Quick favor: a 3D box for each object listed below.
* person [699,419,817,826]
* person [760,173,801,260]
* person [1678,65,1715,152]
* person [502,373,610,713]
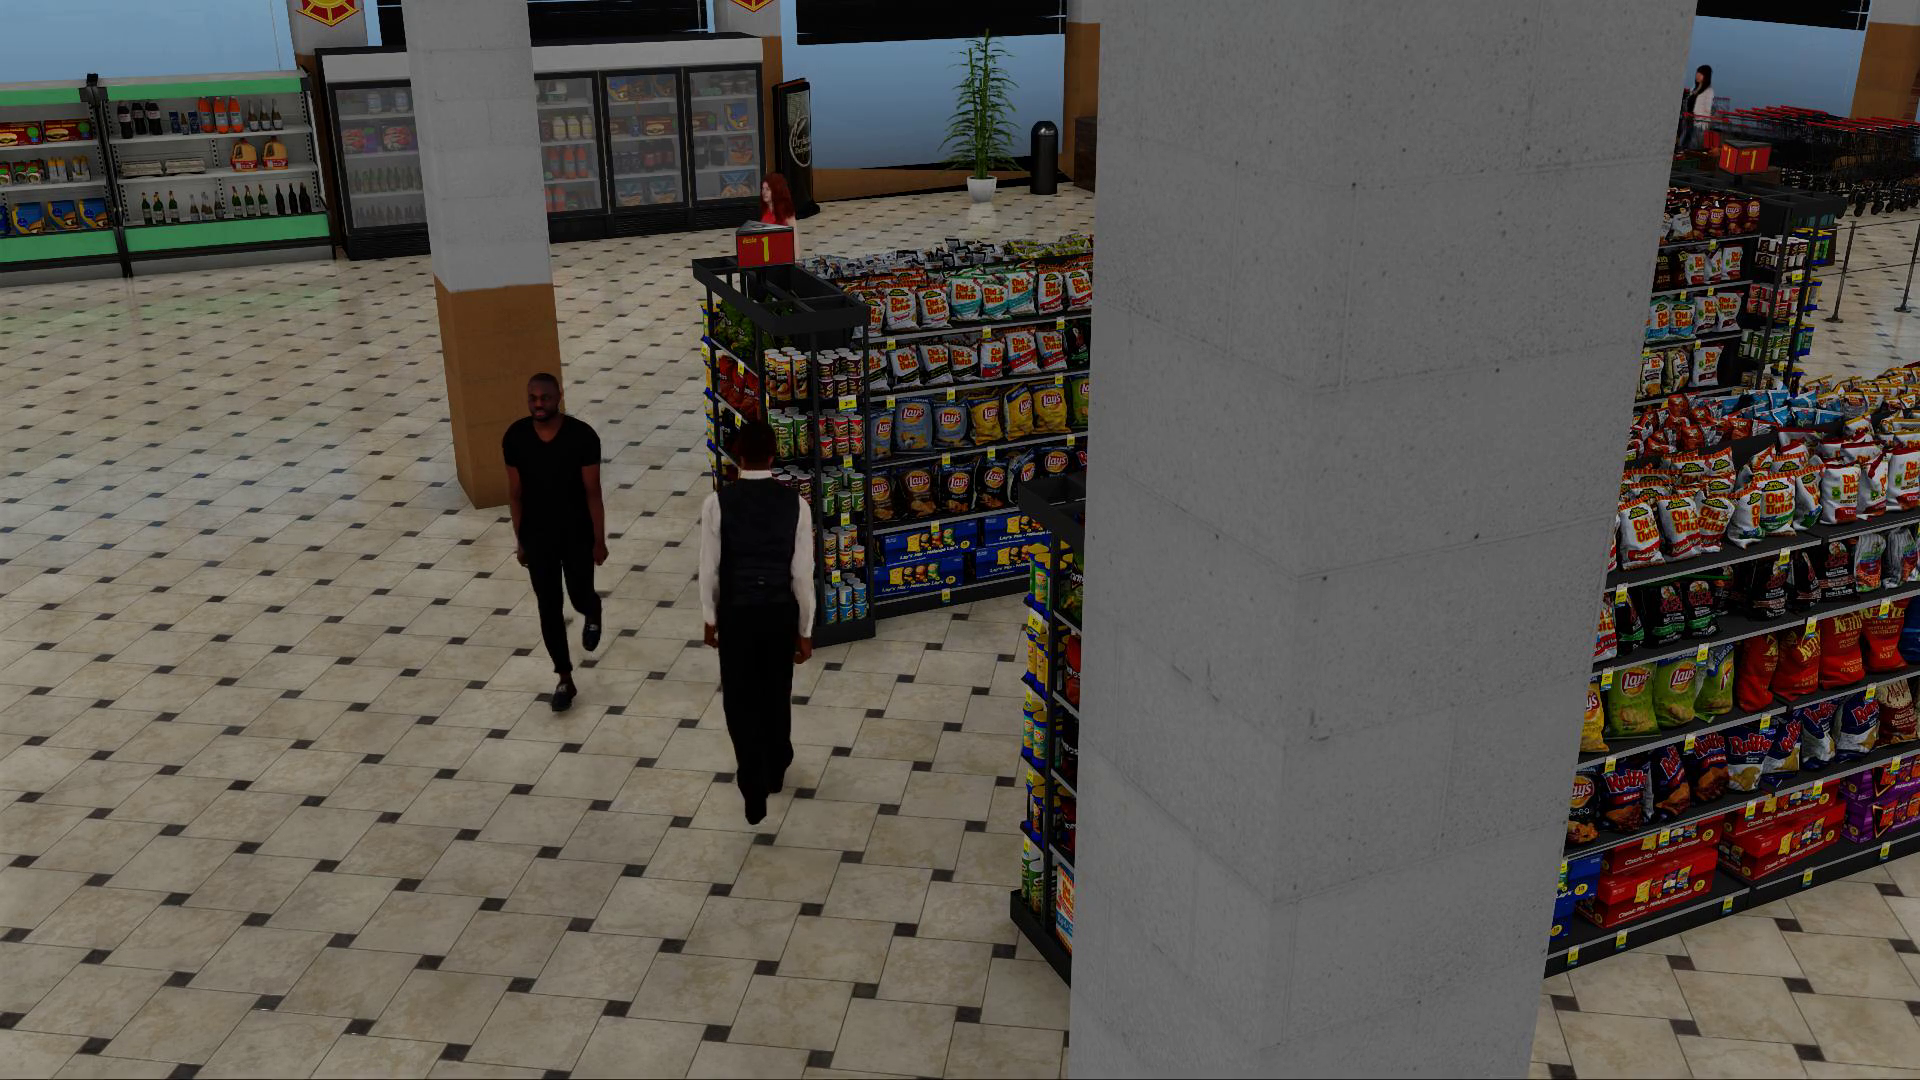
[{"bbox_3d":[-0.929,0.414,7.656,1.082,1.893,0.919,-4,22,-9],"label":"person"},{"bbox_3d":[-1.559,-2.257,14.391,0.666,1.827,0.630,19,29,39],"label":"person"},{"bbox_3d":[10.678,-6.007,23.985,0.779,1.631,0.699,-6,23,-14],"label":"person"},{"bbox_3d":[-2.121,-0.035,8.896,1.081,1.800,1.003,0,22,1],"label":"person"}]
